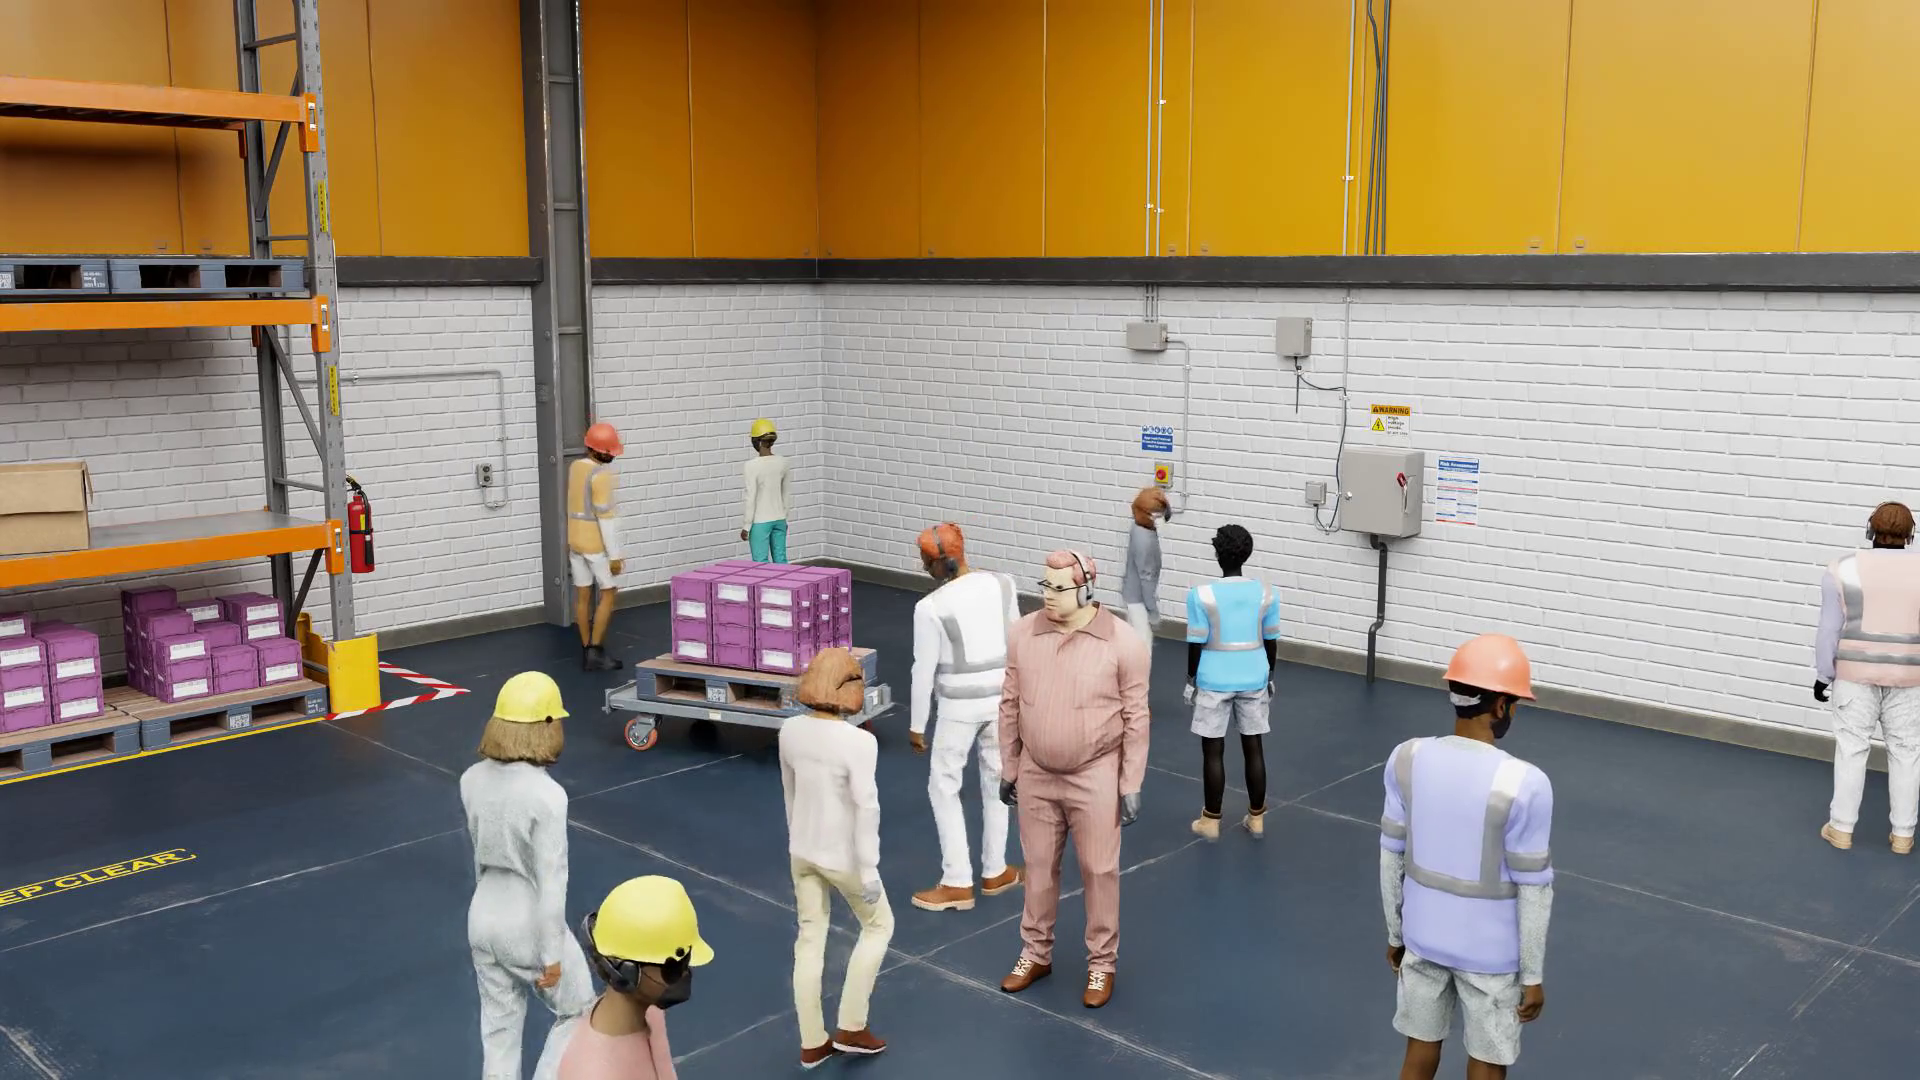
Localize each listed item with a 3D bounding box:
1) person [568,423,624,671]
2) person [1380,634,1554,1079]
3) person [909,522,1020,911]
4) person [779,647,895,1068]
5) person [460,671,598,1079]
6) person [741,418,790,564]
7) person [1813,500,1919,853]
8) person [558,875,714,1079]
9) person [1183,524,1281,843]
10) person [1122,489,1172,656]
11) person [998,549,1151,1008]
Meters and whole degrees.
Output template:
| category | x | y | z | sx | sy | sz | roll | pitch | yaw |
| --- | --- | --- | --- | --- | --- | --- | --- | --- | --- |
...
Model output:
| category | x | y | z | sx | sy | sz | roll | pitch | yaw |
| --- | --- | --- | --- | --- | --- | --- | --- | --- | --- |
| person | -2.794 | 0.054 | 12.597 | 0.386 | 1.889 | 0.590 | -9 | 13 | -43 |
| person | 1.575 | 1.242 | 5.161 | 0.389 | 1.924 | 0.548 | -9 | 13 | -44 |
| person | 0.061 | 0.828 | 7.949 | 0.671 | 1.854 | 0.344 | -5 | 11 | -30 |
| person | -0.454 | 1.199 | 6.340 | 0.530 | 1.614 | 0.454 | 7 | 12 | 38 |
| person | -1.439 | 1.286 | 5.502 | 0.483 | 1.722 | 0.381 | 5 | 11 | 28 |
| person | -1.669 | -0.155 | 14.217 | 0.317 | 1.767 | 0.534 | 7 | 12 | 38 |
| person | 4.786 | 0.712 | 8.667 | 0.624 | 1.845 | 0.430 | 3 | 10 | 20 |
| person | -0.868 | 1.576 | 3.712 | 0.670 | 1.738 | 0.537 | 1 | 9 | 4 |
| person | 1.436 | 0.758 | 8.827 | 0.540 | 1.696 | 0.317 | -2 | 9 | -13 |
| person | 1.247 | 0.426 | 11.174 | 0.320 | 1.597 | 0.609 | 1 | 9 | 3 |
| person | 0.446 | 0.975 | 6.867 | 0.652 | 1.904 | 0.402 | 4 | 10 | 25 |
